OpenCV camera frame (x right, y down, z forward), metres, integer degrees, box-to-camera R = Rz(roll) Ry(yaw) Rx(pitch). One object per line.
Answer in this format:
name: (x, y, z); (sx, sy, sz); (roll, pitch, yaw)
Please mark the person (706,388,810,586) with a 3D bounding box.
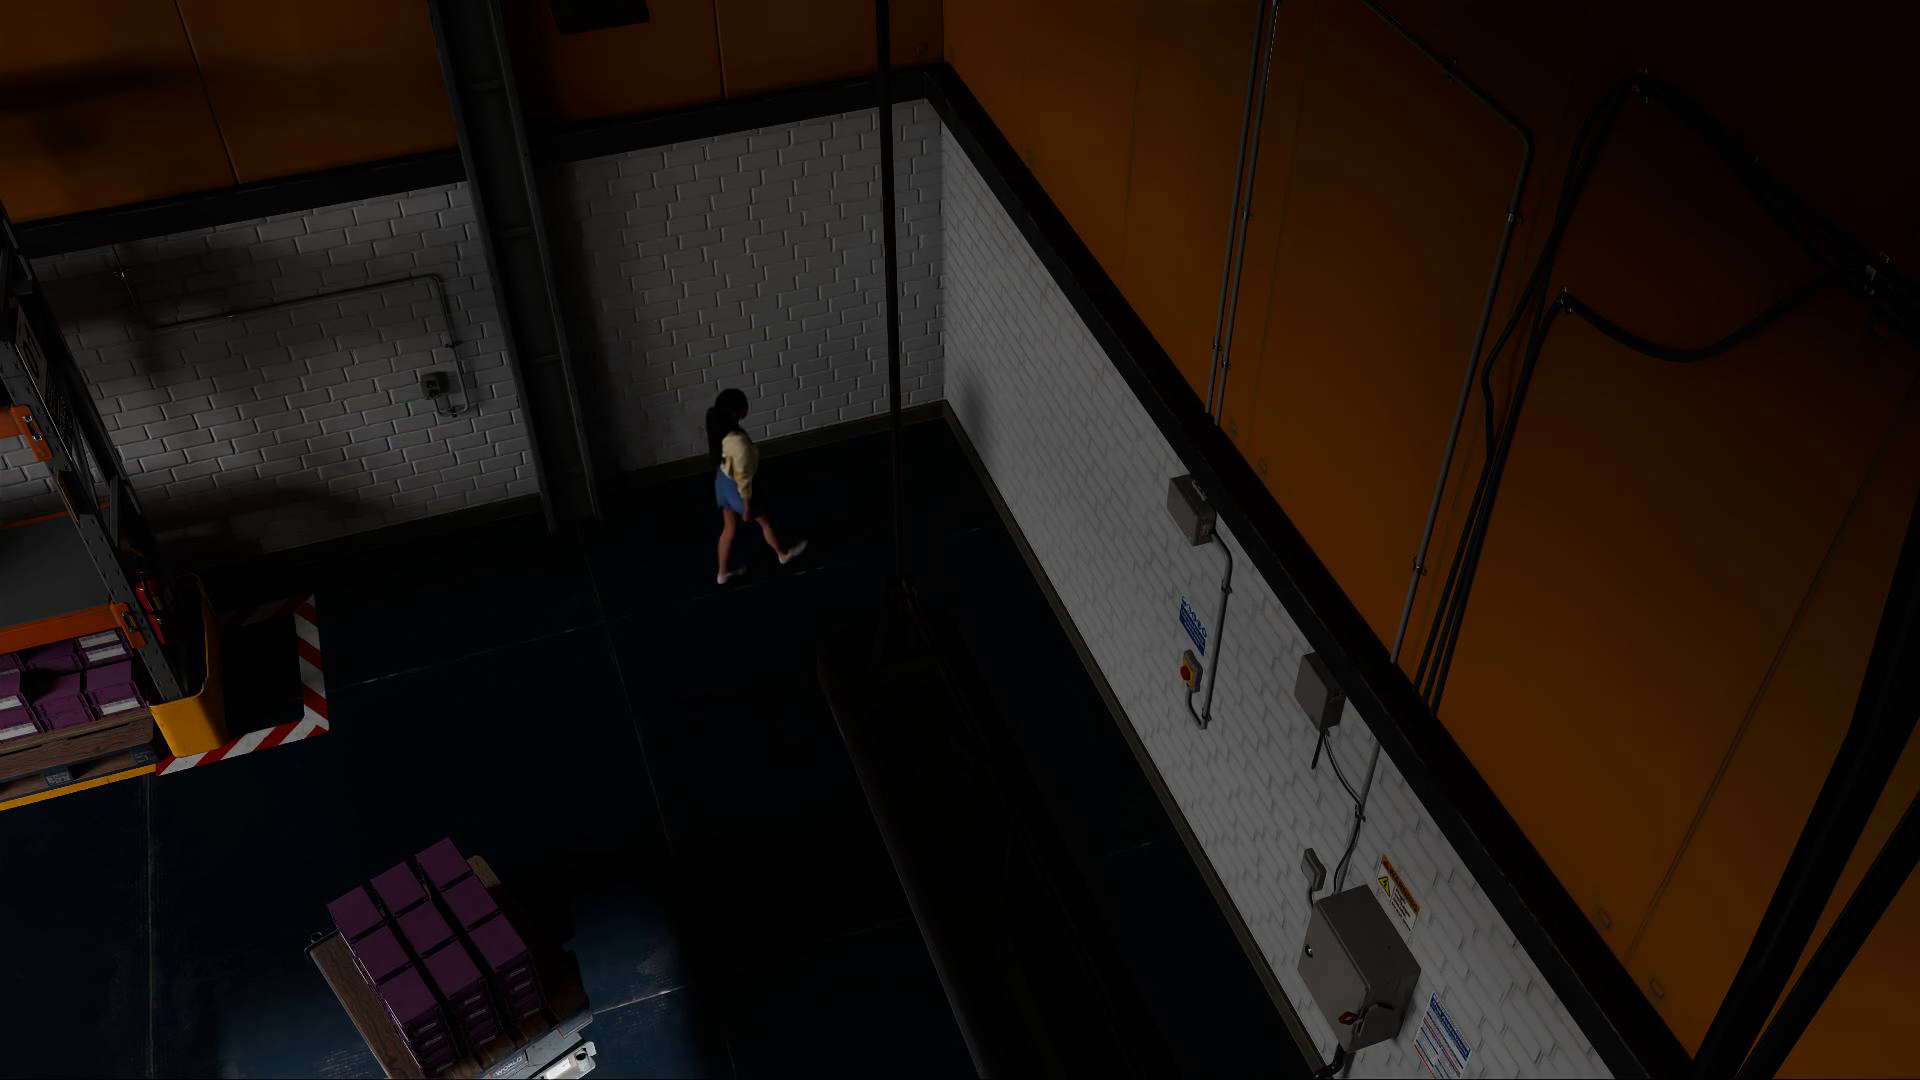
person: (-1.572, -0.323, 11.324); (1.023, 1.603, 0.824); (-26, 50, -25)
